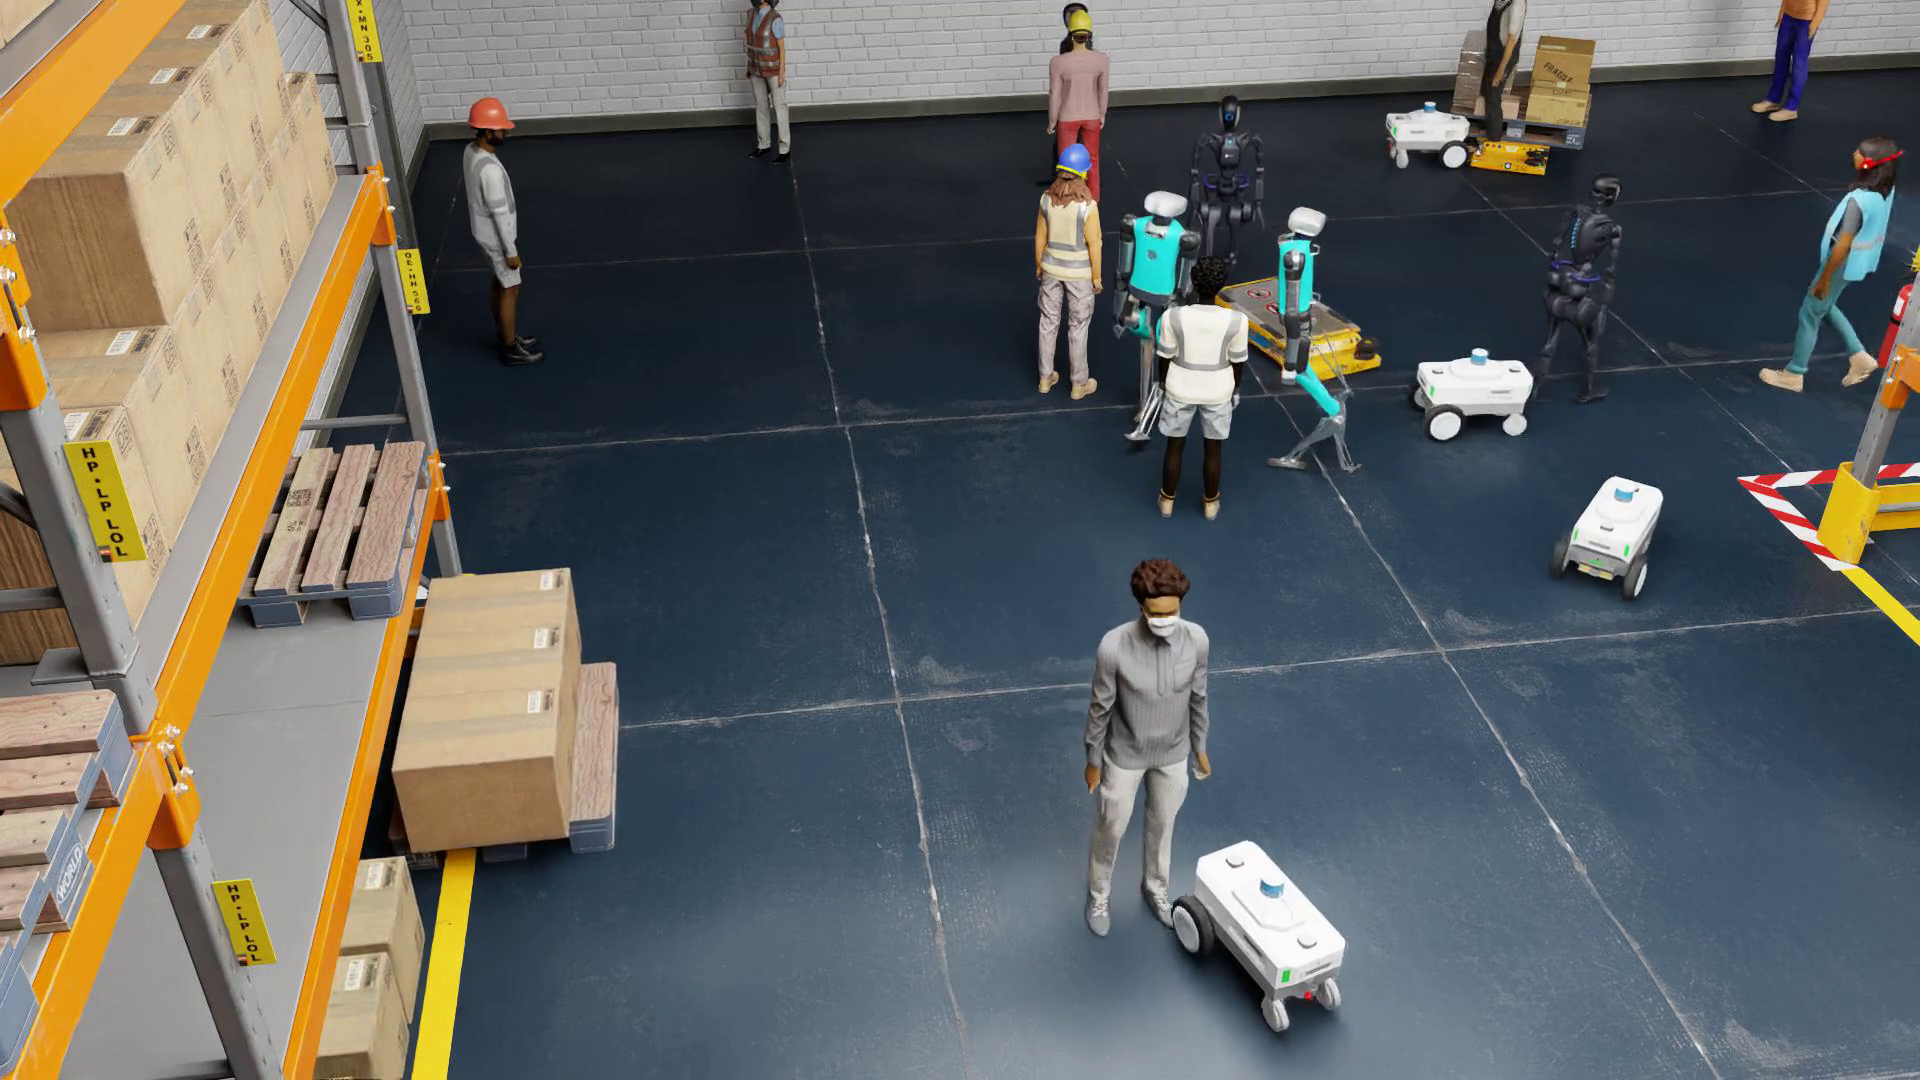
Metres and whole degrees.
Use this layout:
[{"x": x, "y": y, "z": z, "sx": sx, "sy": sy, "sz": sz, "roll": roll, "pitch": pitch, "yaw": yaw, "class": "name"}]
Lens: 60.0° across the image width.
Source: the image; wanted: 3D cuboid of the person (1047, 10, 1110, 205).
[{"x": 0.975, "y": -3.518, "z": 13.872, "sx": 0.523, "sy": 1.769, "sz": 0.324, "roll": -7, "pitch": 34, "yaw": -10, "class": "person"}]

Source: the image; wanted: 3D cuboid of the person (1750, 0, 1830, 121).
[{"x": 8.120, "y": -5.073, "z": 16.073, "sx": 0.398, "sy": 1.974, "sz": 0.517, "roll": -11, "pitch": 35, "yaw": -16, "class": "person"}]

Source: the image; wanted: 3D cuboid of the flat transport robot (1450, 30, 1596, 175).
[{"x": 5.227, "y": -3.789, "z": 15.658, "sx": 0.659, "sy": 0.231, "sz": 1.431, "roll": 12, "pitch": 35, "yaw": 17, "class": "flat transport robot"}]

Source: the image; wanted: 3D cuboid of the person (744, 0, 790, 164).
[{"x": -1.757, "y": -4.273, "z": 15.097, "sx": 0.453, "sy": 1.689, "sz": 0.308, "roll": 22, "pitch": 39, "yaw": 30, "class": "person"}]

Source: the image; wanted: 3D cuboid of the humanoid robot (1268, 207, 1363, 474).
[{"x": 2.298, "y": -1.126, "z": 10.327, "sx": 0.795, "sy": 1.886, "sz": 0.550, "roll": 7, "pitch": 34, "yaw": 11, "class": "humanoid robot"}]

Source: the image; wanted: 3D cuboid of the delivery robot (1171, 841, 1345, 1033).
[{"x": 1.296, "y": 1.636, "z": 7.073, "sx": 0.499, "sy": 0.583, "sz": 0.775, "roll": -15, "pitch": 36, "yaw": -22, "class": "delivery robot"}]

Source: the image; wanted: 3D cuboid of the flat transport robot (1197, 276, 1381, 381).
[{"x": 2.408, "y": -1.582, "z": 12.277, "sx": 0.659, "sy": 0.231, "sz": 1.431, "roll": -14, "pitch": 36, "yaw": -21, "class": "flat transport robot"}]

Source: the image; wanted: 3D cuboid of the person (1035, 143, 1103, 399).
[{"x": 0.737, "y": -1.810, "z": 11.243, "sx": 0.479, "sy": 1.776, "sz": 0.320, "roll": 15, "pitch": 36, "yaw": 22, "class": "person"}]

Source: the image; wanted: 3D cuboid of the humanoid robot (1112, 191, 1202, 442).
[{"x": 1.294, "y": -1.464, "z": 10.739, "sx": 0.569, "sy": 1.743, "sz": 0.906, "roll": 16, "pitch": 36, "yaw": 23, "class": "humanoid robot"}]

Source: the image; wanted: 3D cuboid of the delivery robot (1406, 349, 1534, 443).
[{"x": 3.394, "y": -0.980, "z": 11.108, "sx": 0.800, "sy": 0.611, "sz": 0.499, "roll": -1, "pitch": 33, "yaw": -2, "class": "delivery robot"}]

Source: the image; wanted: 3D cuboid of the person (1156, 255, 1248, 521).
[{"x": 1.422, "y": -0.884, "z": 9.906, "sx": 0.535, "sy": 1.692, "sz": 0.319, "roll": 4, "pitch": 33, "yaw": 6, "class": "person"}]

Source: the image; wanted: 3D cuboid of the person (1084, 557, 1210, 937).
[{"x": 0.783, "y": 0.873, "z": 7.027, "sx": 0.550, "sy": 1.897, "sz": 0.390, "roll": -7, "pitch": 34, "yaw": -11, "class": "person"}]

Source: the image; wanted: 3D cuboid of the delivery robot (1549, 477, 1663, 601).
[{"x": 3.807, "y": -0.057, "z": 9.671, "sx": 0.499, "sy": 0.587, "sz": 0.777, "roll": 21, "pitch": 38, "yaw": 28, "class": "delivery robot"}]

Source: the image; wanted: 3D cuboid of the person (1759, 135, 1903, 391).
[{"x": 5.970, "y": -1.820, "z": 11.189, "sx": 0.539, "sy": 1.848, "sz": 0.615, "roll": -27, "pitch": 42, "yaw": -35, "class": "person"}]

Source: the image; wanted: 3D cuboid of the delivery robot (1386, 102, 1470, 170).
[{"x": 4.315, "y": -3.718, "z": 15.298, "sx": 0.777, "sy": 0.605, "sz": 0.517, "roll": 0, "pitch": 33, "yaw": 0, "class": "delivery robot"}]

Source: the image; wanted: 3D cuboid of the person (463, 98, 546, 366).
[{"x": -3.196, "y": -2.132, "z": 11.612, "sx": 0.387, "sy": 1.924, "sz": 0.547, "roll": -17, "pitch": 37, "yaw": -24, "class": "person"}]

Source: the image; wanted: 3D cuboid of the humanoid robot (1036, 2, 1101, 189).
[{"x": 0.967, "y": -3.822, "z": 14.453, "sx": 0.533, "sy": 1.643, "sz": 0.615, "roll": -3, "pitch": 33, "yaw": -5, "class": "humanoid robot"}]

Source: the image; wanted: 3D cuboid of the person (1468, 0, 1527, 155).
[{"x": 4.853, "y": -4.308, "z": 15.026, "sx": 0.381, "sy": 1.831, "sz": 0.556, "roll": 2, "pitch": 33, "yaw": 3, "class": "person"}]

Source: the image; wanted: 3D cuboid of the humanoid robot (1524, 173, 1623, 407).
[{"x": 4.158, "y": -1.672, "z": 11.147, "sx": 0.618, "sy": 1.640, "sz": 0.610, "roll": -13, "pitch": 35, "yaw": -20, "class": "humanoid robot"}]

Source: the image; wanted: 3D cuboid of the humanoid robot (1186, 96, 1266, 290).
[{"x": 1.999, "y": -2.500, "z": 12.403, "sx": 0.597, "sy": 1.642, "sz": 0.551, "roll": 1, "pitch": 33, "yaw": 2, "class": "humanoid robot"}]
